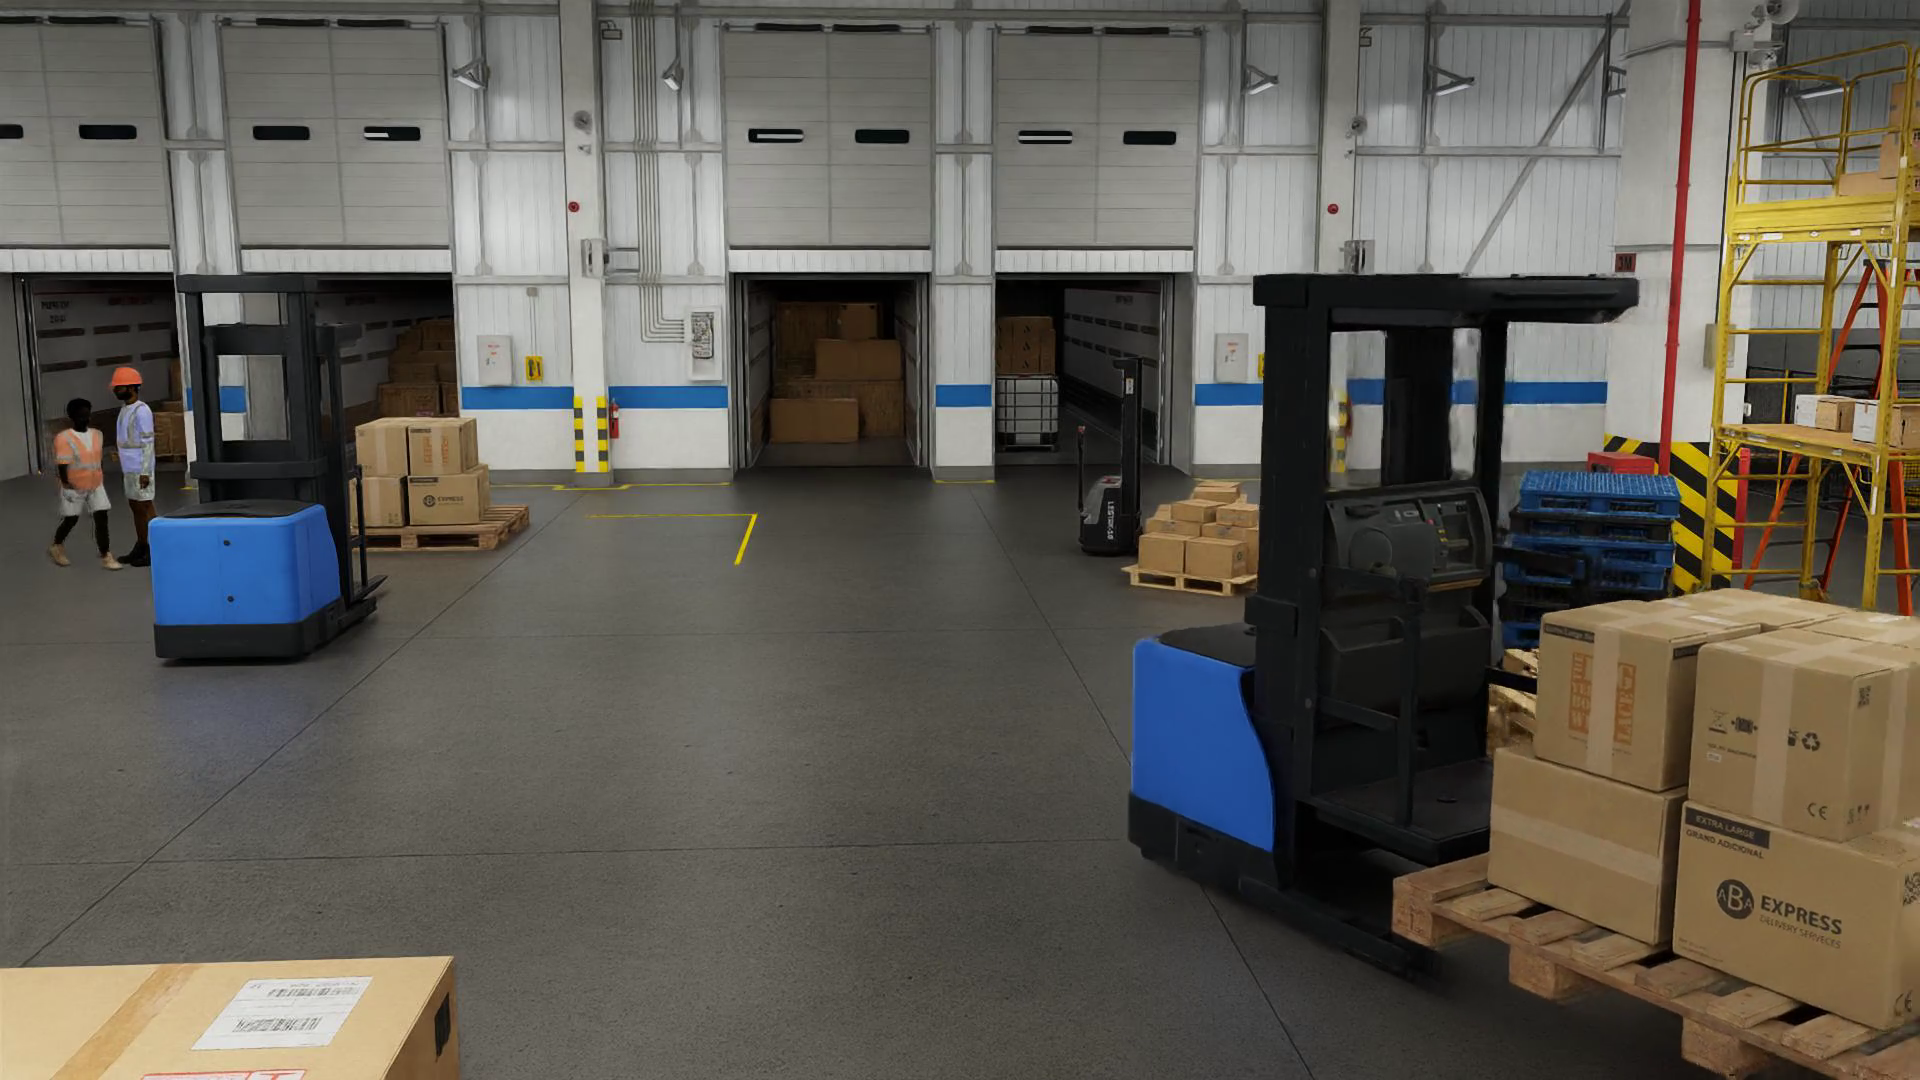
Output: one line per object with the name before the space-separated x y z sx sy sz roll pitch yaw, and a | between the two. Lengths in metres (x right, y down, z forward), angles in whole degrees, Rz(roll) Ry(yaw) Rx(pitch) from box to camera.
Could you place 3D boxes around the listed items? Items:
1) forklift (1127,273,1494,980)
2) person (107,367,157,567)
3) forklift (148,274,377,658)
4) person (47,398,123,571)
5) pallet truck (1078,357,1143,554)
forklift | 1.718 0.211 7.421 1.129 2.768 1.873 -6 11 -32
person | -8.019 -0.709 16.148 0.550 1.937 0.357 8 12 41
forklift | -5.348 -0.627 12.681 1.129 2.768 1.873 -1 9 -4
person | -8.429 -0.528 15.876 0.777 1.671 0.534 5 10 26
pallet truck | 2.088 -0.836 16.757 1.885 1.965 0.823 2 9 13
